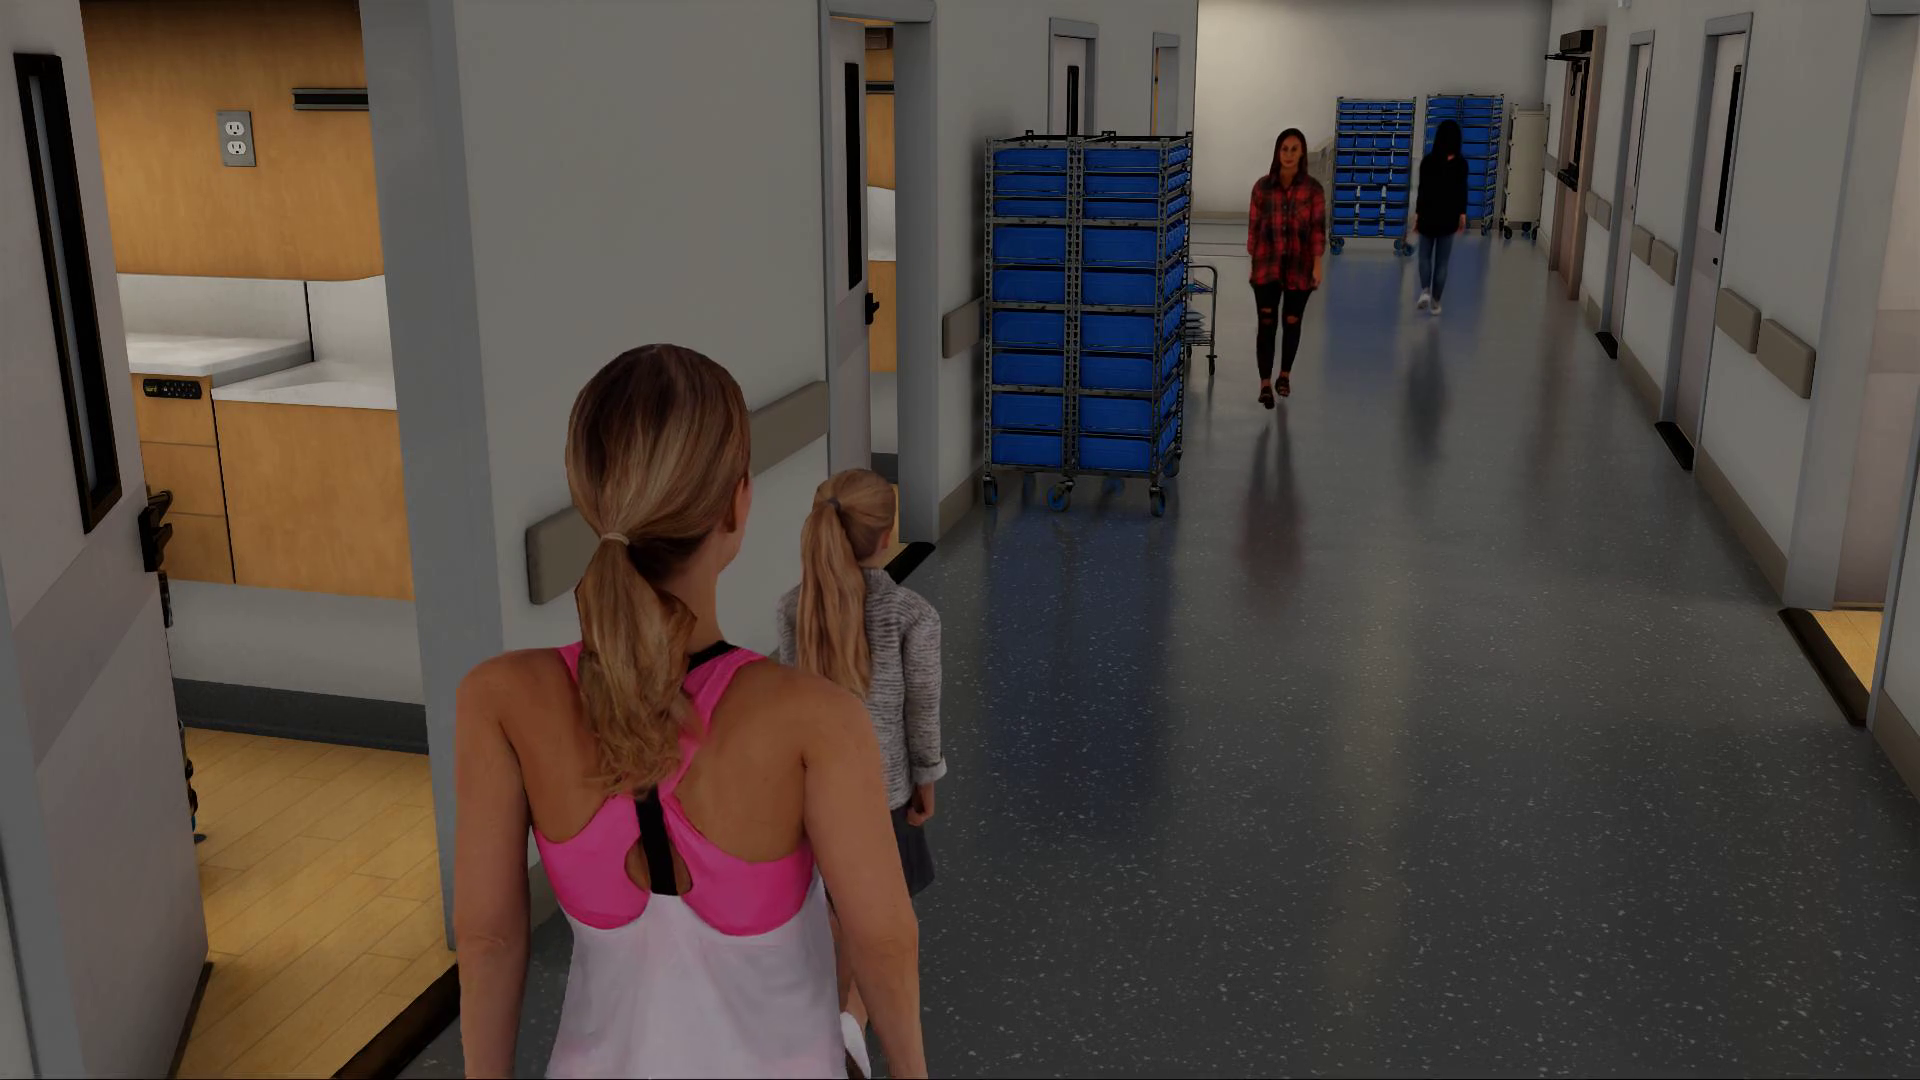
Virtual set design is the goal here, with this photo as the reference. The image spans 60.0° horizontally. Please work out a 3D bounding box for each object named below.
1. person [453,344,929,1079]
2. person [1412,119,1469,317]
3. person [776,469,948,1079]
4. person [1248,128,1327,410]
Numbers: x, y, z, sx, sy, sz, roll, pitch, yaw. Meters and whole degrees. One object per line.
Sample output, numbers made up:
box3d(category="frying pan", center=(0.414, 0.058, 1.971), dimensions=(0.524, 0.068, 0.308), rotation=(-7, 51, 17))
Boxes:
box3d(category="person", center=(-0.292, 0.730, 1.665), dimensions=(0.665, 1.743, 1.164), rotation=(3, 16, 11))
box3d(category="person", center=(4.049, -2.715, 14.079), dimensions=(0.590, 1.636, 0.585), rotation=(5, 16, 17))
box3d(category="person", center=(-0.231, 0.496, 3.364), dimensions=(0.501, 1.263, 0.729), rotation=(4, 16, 14))
box3d(category="person", center=(2.009, -1.648, 10.267), dimensions=(0.653, 1.651, 1.082), rotation=(3, 16, 11))
